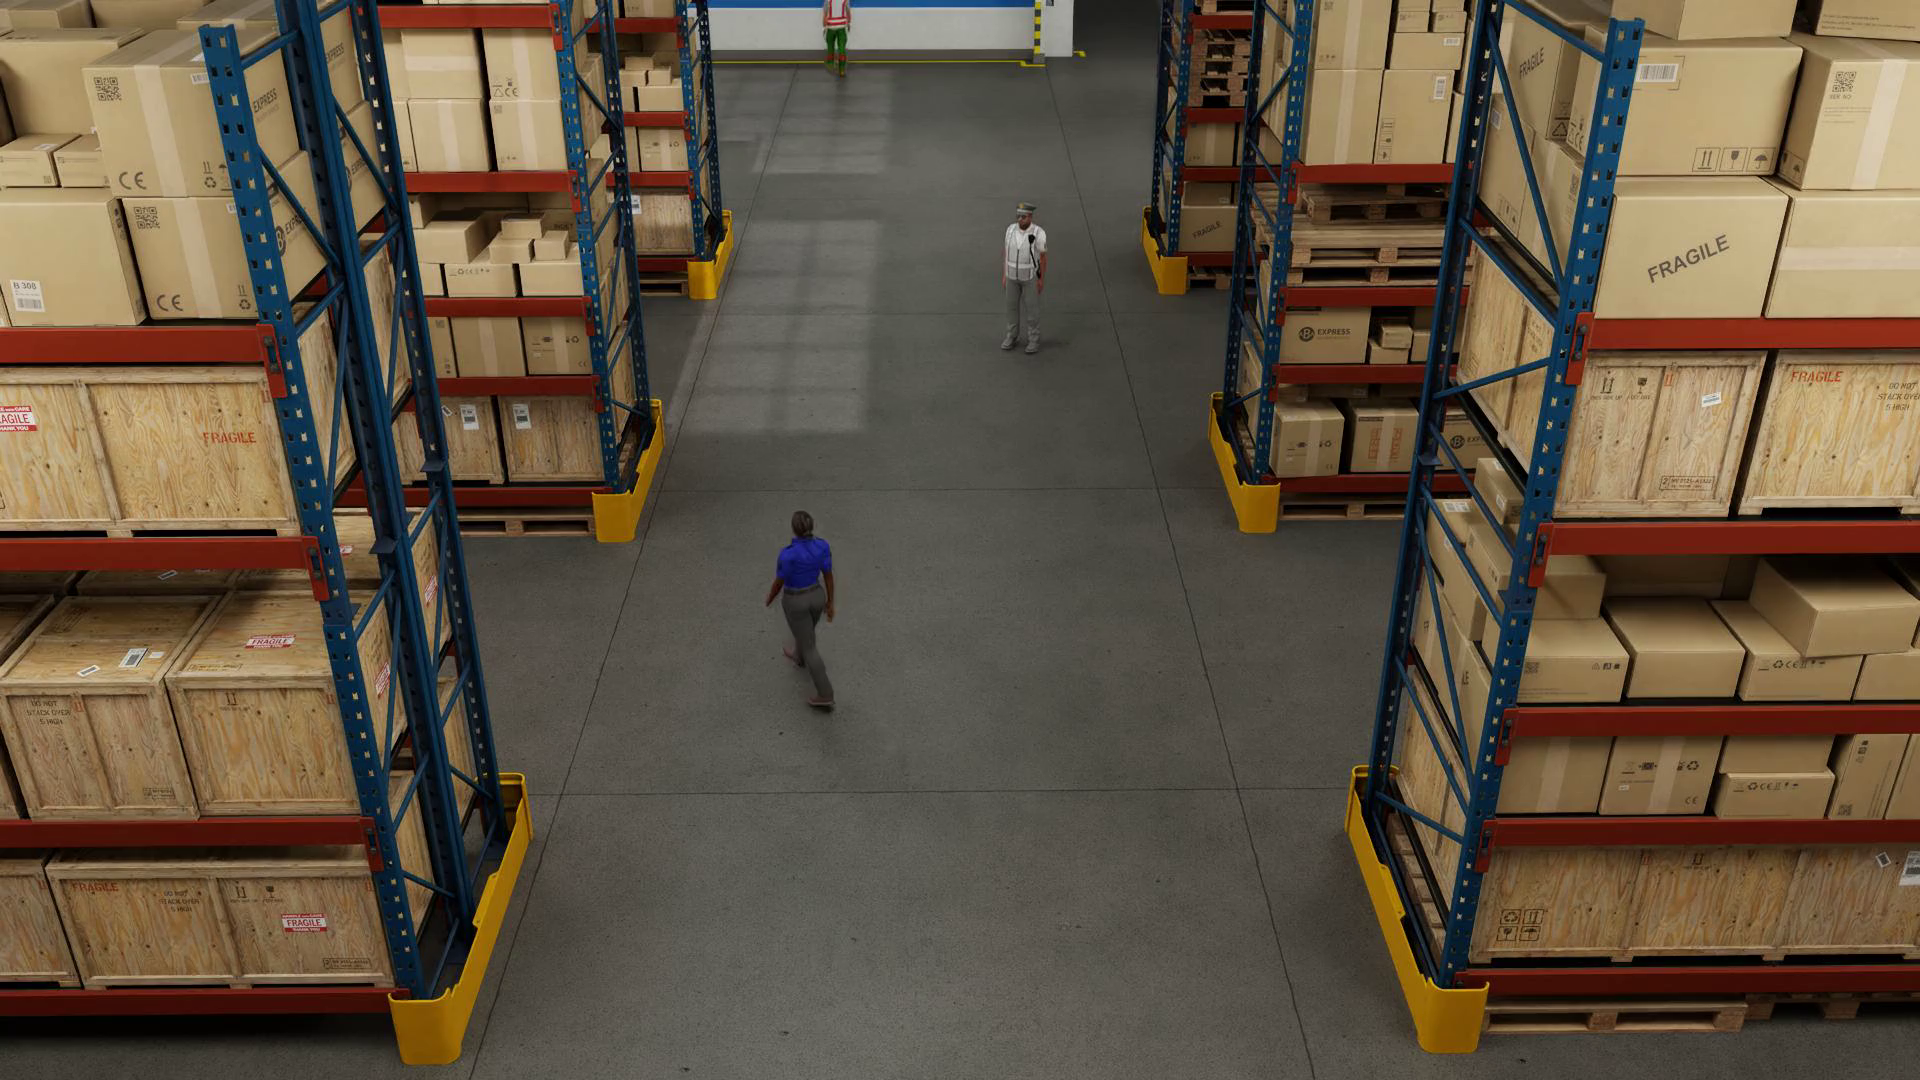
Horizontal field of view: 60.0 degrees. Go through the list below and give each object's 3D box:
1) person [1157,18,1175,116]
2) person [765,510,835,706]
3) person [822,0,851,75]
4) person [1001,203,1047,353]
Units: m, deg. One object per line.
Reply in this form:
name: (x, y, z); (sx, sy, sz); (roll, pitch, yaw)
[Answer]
person: (3.718, -8.468, 29.640); (0.414, 1.780, 0.565); (5, 29, 8)
person: (-1.271, 0.470, 13.160); (0.460, 1.618, 0.957); (-20, 34, -33)
person: (-2.437, -10.090, 32.626); (0.614, 1.752, 0.938); (-5, 29, -10)
person: (0.741, -3.127, 19.711); (0.527, 1.773, 0.421); (11, 30, 19)
